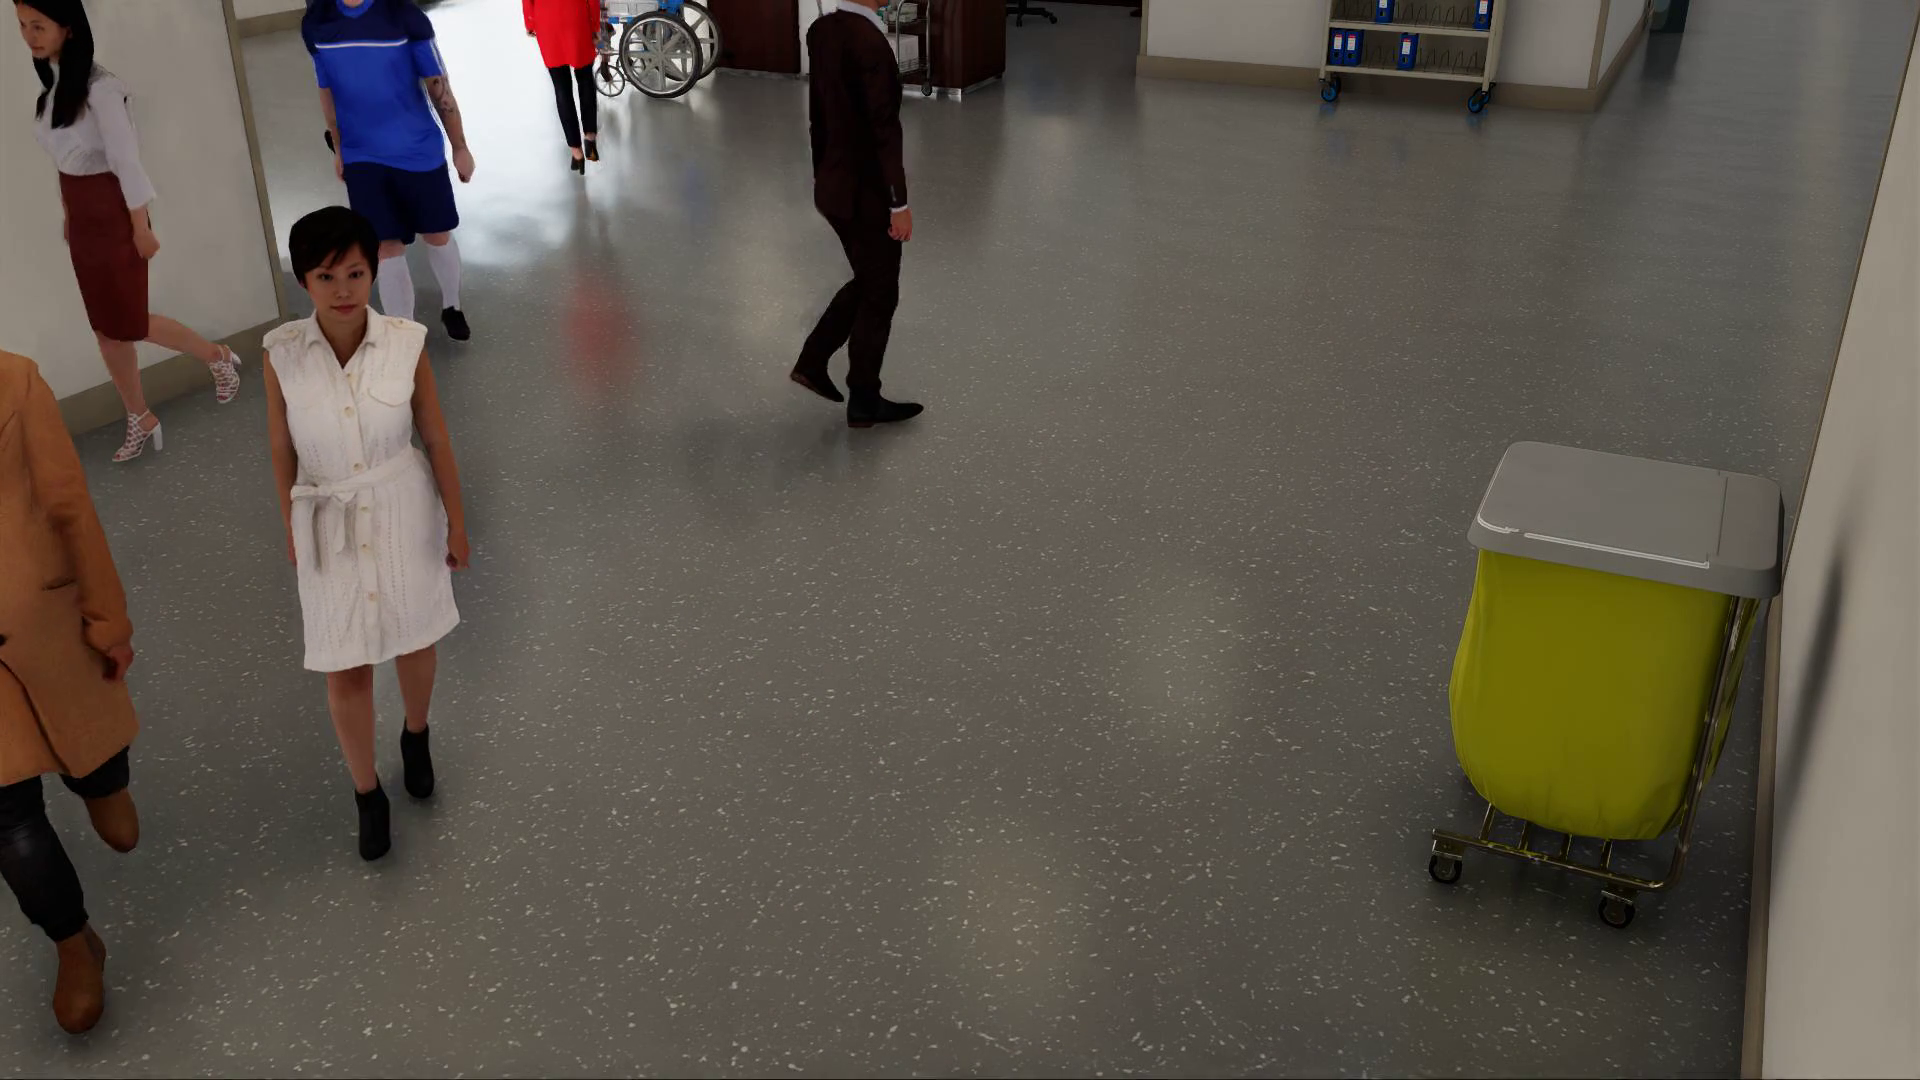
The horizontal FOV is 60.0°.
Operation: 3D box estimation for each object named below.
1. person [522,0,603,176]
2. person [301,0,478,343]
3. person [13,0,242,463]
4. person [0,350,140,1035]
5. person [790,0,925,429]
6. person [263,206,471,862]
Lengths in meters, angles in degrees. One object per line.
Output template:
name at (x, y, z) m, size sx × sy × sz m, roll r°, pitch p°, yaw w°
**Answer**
person at (-2.390, -3.073, 10.062) m, size 0.712 × 1.738 × 0.778 m, roll -7°, pitch 27°, yaw -15°
person at (-2.331, -1.585, 6.928) m, size 1.269 × 1.781 × 1.199 m, roll -3°, pitch 26°, yaw -5°
person at (-2.979, -1.108, 5.991) m, size 0.789 × 1.734 × 0.798 m, roll 22°, pitch 34°, yaw 38°
person at (-1.964, 0.149, 3.374) m, size 0.944 × 1.702 × 1.049 m, roll -14°, pitch 29°, yaw -27°
person at (-0.445, -1.294, 6.243) m, size 0.935 × 1.851 × 0.873 m, roll -12°, pitch 28°, yaw -23°
person at (-1.434, -0.058, 4.039) m, size 0.790 × 1.538 × 0.852 m, roll -9°, pitch 27°, yaw -18°
